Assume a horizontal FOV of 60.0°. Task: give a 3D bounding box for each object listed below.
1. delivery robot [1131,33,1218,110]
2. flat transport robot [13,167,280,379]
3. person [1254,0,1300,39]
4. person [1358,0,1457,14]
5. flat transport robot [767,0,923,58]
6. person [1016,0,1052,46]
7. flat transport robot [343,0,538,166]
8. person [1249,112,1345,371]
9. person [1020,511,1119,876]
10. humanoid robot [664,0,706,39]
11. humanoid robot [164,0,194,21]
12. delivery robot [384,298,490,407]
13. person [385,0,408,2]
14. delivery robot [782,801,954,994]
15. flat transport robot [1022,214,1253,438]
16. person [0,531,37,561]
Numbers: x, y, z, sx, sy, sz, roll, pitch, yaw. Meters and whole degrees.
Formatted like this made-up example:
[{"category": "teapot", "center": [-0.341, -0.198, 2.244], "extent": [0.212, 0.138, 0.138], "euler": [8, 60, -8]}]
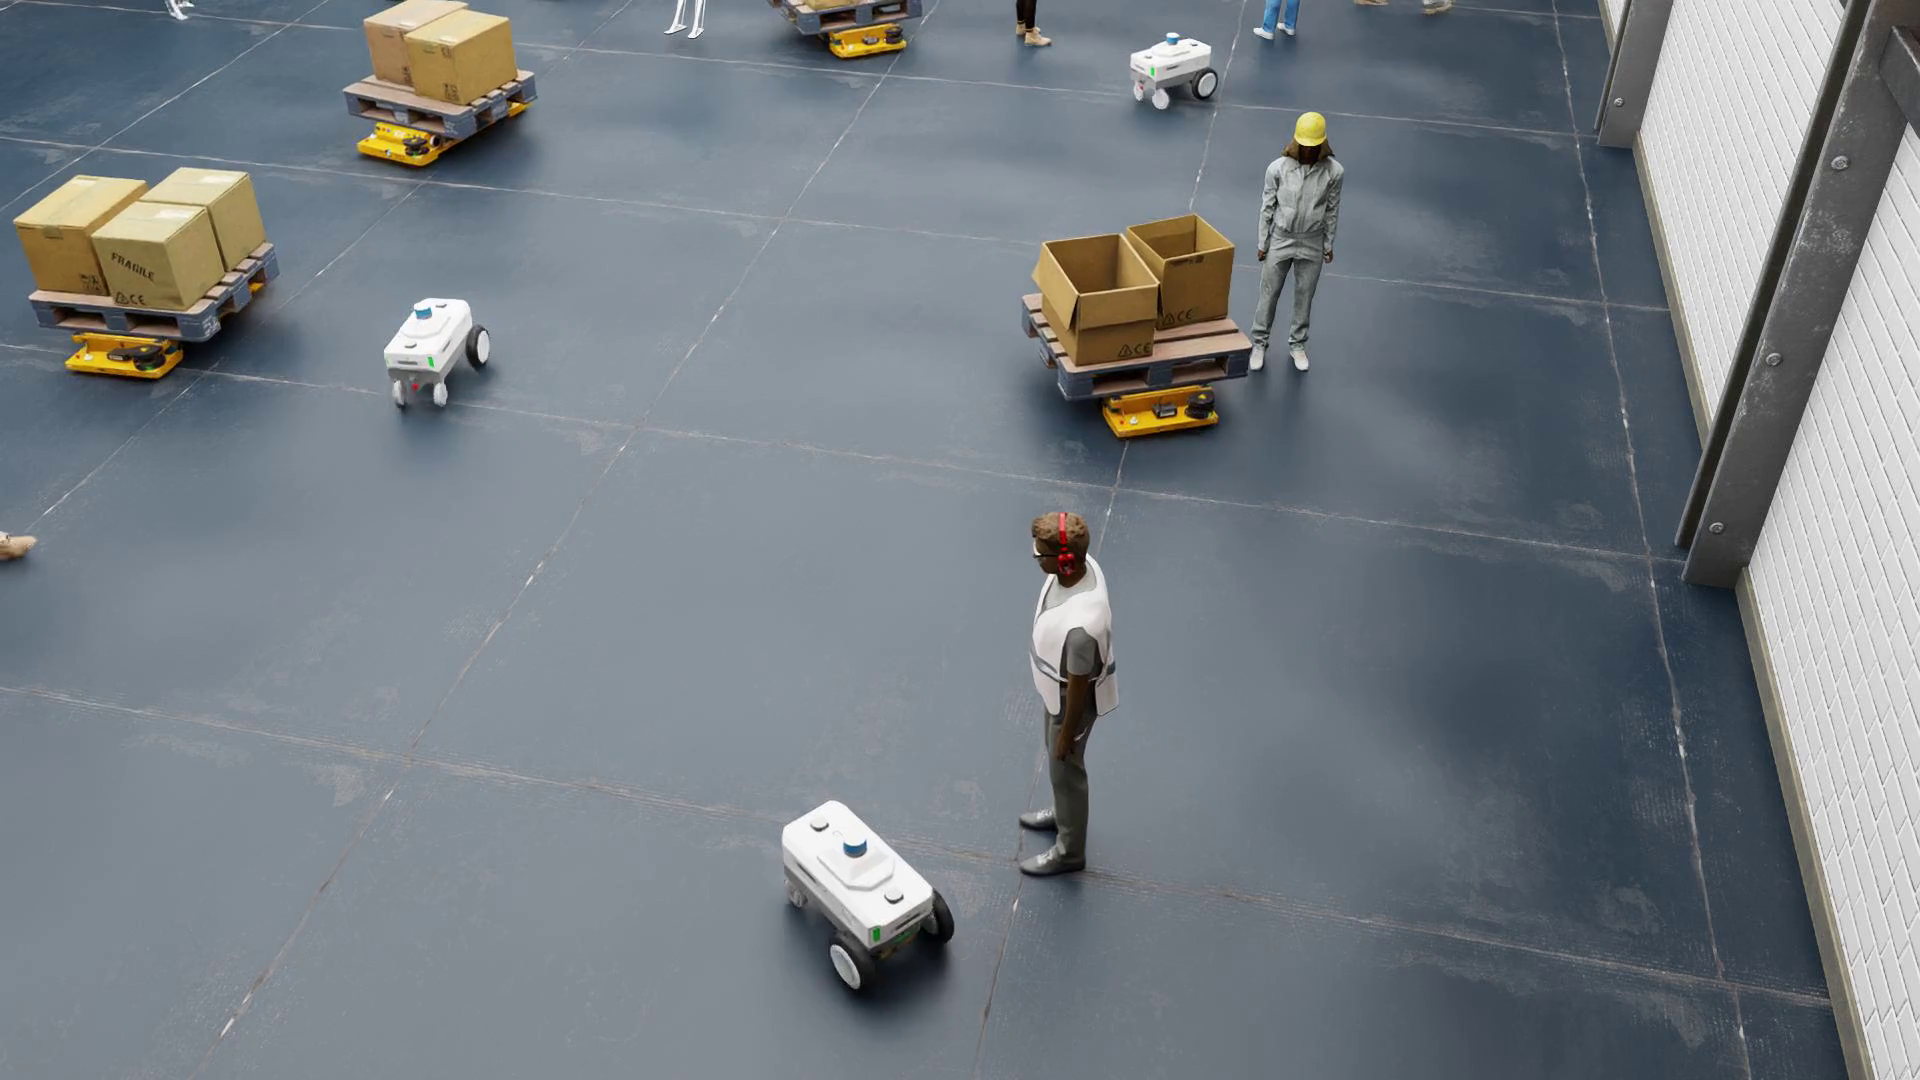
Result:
[{"category": "delivery robot", "center": [1.843, -4.110, 14.471], "extent": [0.743, 0.585, 0.510], "euler": [-22, 42, -27]}, {"category": "flat transport robot", "center": [-5.367, -1.548, 11.290], "extent": [0.659, 0.231, 1.431], "euler": [6, 37, 8]}, {"category": "person", "center": [3.021, -5.519, 15.392], "extent": [0.482, 1.719, 0.375], "euler": [-21, 42, -25]}, {"category": "person", "center": [4.388, -6.007, 15.949], "extent": [0.944, 1.835, 0.572], "euler": [6, 37, 7]}, {"category": "flat transport robot", "center": [-1.092, -4.936, 15.824], "extent": [0.659, 0.231, 1.431], "euler": [-16, 40, -20]}, {"category": "person", "center": [0.677, -5.424, 15.282], "extent": [0.322, 1.695, 0.535], "euler": [-8, 38, -11]}, {"category": "flat transport robot", "center": [-4.310, -3.528, 13.940], "extent": [0.659, 0.231, 1.431], "euler": [16, 40, 21]}, {"category": "person", "center": [2.120, -1.861, 10.476], "extent": [0.493, 1.742, 0.306], "euler": [1, 37, 1]}, {"category": "person", "center": [0.464, 0.651, 7.043], "extent": [0.399, 1.833, 0.570], "euler": [-2, 37, -2]}, {"category": "humanoid robot", "center": [-2.523, -5.471, 15.202], "extent": [0.533, 1.677, 0.735], "euler": [17, 40, 21]}, {"category": "humanoid robot", "center": [-7.673, -5.852, 15.837], "extent": [0.804, 1.791, 0.535], "euler": [13, 39, 17]}, {"category": "delivery robot", "center": [-3.381, -1.244, 10.651], "extent": [0.499, 0.602, 0.801], "euler": [4, 37, 5]}, {"category": "person", "center": [-5.565, -6.224, 16.212], "extent": [0.415, 1.872, 0.536], "euler": [16, 40, 20]}, {"category": "delivery robot", "center": [-0.421, 1.467, 7.014], "extent": [0.499, 0.592, 0.774], "euler": [-27, 44, -31]}, {"category": "flat transport robot", "center": [1.095, -1.138, 10.741], "extent": [0.659, 0.231, 1.431], "euler": [-9, 38, -12]}, {"category": "person", "center": [-5.582, -0.622, 8.869], "extent": [0.905, 1.677, 0.529], "euler": [7, 37, 9]}]
